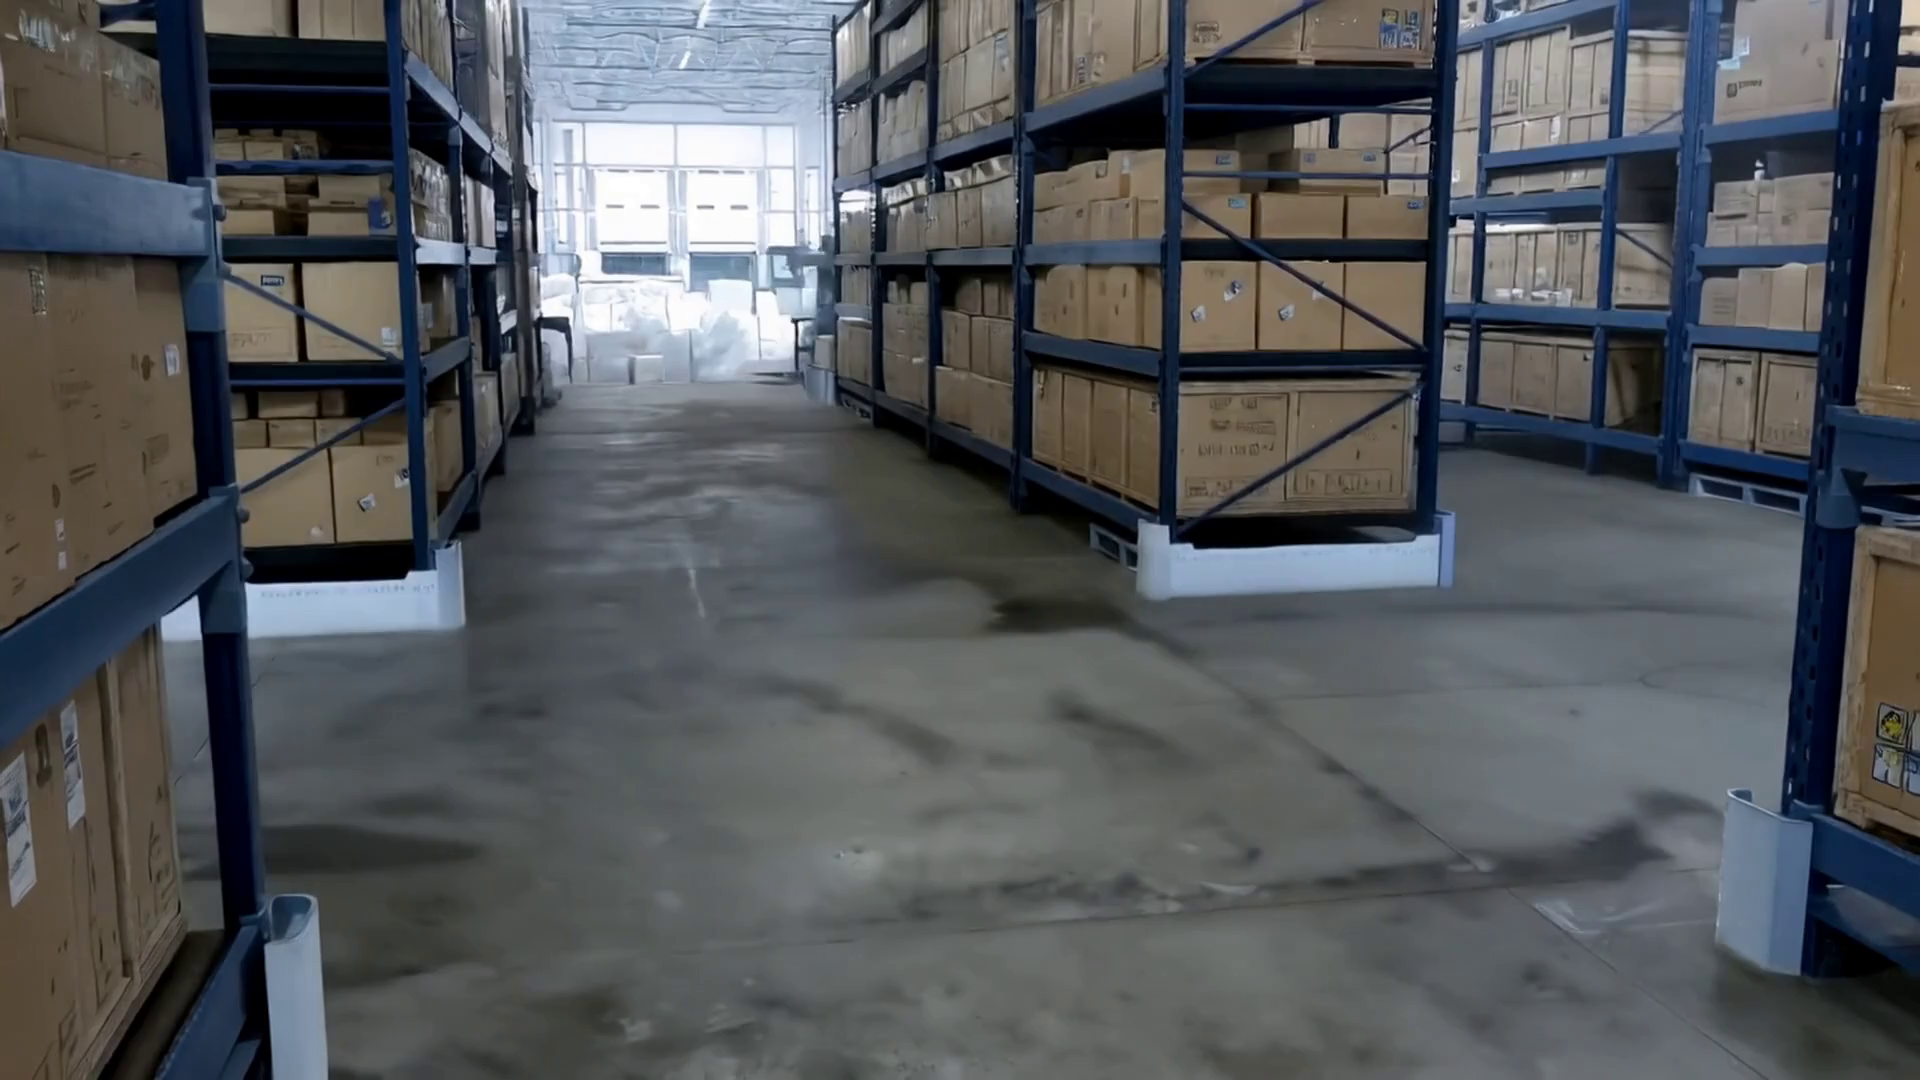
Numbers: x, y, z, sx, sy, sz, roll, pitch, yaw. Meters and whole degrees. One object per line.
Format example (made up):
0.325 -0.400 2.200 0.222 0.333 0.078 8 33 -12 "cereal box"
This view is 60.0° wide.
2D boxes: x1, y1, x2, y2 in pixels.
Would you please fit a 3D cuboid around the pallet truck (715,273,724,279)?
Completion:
-8.580 -8.986 62.280 1.885 1.965 0.823 1 9 5 "pallet truck"

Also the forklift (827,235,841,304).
-2.081 -4.323 31.176 1.873 2.768 1.129 -7 12 -38 "forklift"

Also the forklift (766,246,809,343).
-5.169 -7.188 48.636 1.129 2.768 1.873 -3 10 -19 "forklift"
